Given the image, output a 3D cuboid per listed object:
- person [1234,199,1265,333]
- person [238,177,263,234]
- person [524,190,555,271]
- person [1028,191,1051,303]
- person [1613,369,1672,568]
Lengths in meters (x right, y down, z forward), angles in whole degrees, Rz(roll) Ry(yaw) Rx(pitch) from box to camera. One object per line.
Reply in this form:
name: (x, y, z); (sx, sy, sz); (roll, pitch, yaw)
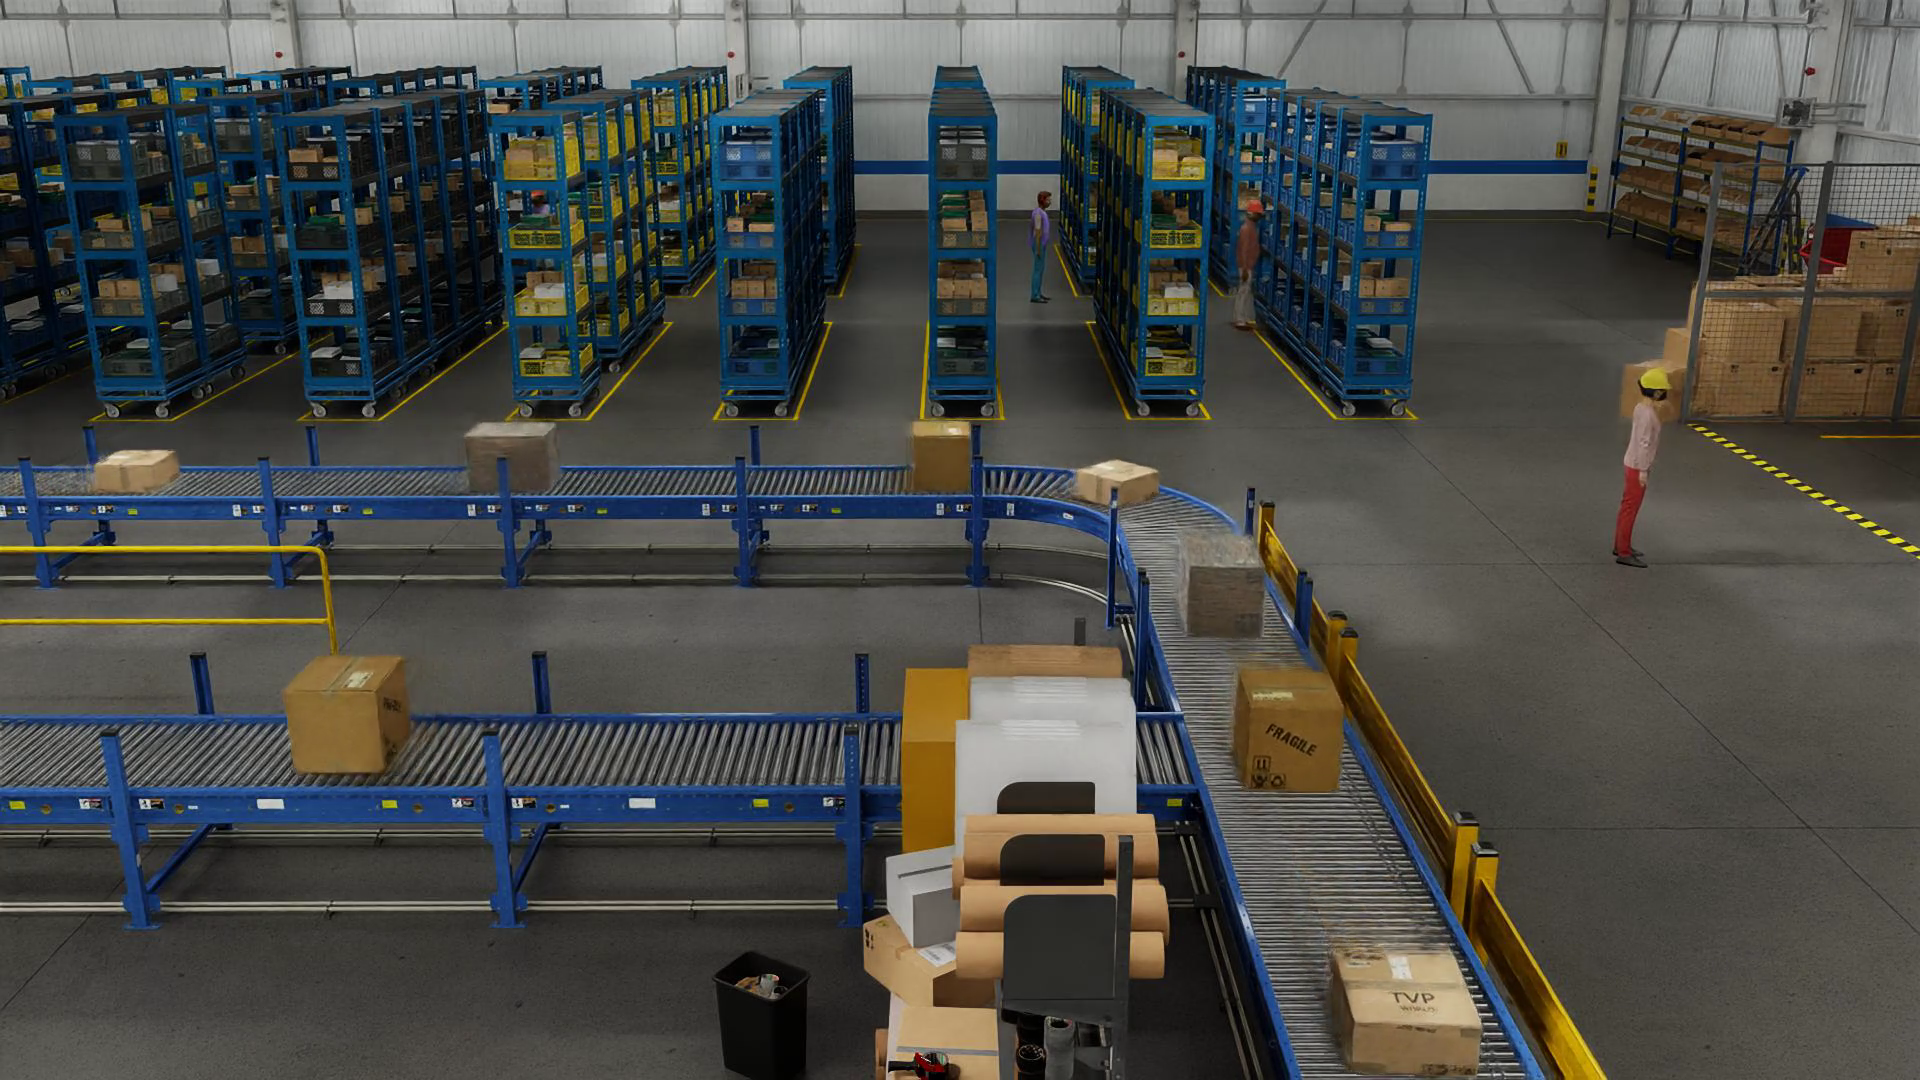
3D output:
person: (4.384, -4.159, 25.229); (0.393, 1.990, 0.617); (6, 19, 17)
person: (-15.420, -7.486, 35.885); (0.699, 1.734, 0.559); (1, 18, 2)
person: (-6.823, -4.782, 27.095); (0.605, 2.034, 0.411); (6, 19, 17)
person: (1.322, -4.876, 27.688); (0.379, 1.836, 0.566); (3, 18, 9)
person: (6.059, -0.645, 14.783); (0.335, 1.775, 0.532); (6, 19, 17)
